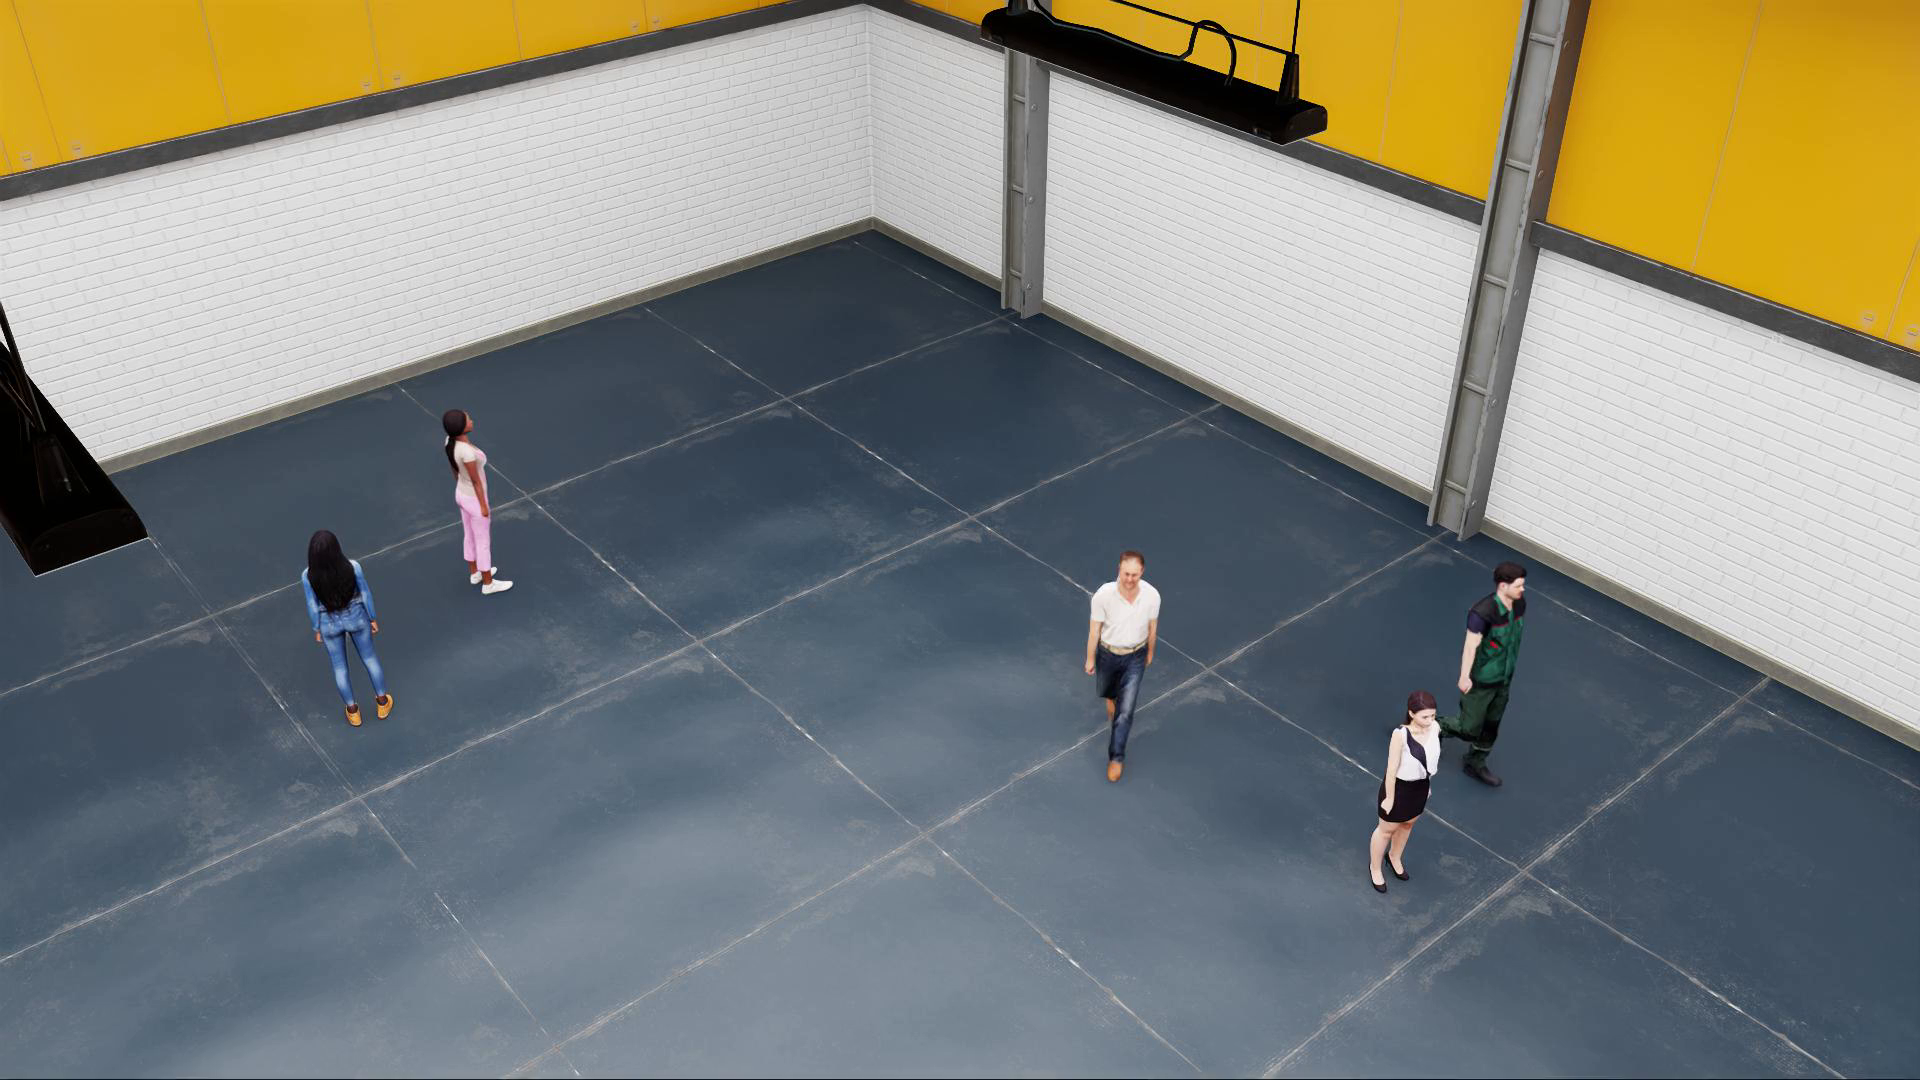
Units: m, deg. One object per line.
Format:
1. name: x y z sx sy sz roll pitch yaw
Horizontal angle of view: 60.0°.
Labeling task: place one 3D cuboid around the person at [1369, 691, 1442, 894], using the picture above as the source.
1. person: 2.996 1.679 11.186 0.590 1.649 0.554 -18 38 -25

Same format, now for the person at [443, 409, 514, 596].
1. person: -4.150 -0.345 14.147 0.627 1.740 0.444 -24 40 -31

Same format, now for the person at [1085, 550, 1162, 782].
1. person: 1.194 0.795 12.353 1.201 1.830 1.223 4 34 6

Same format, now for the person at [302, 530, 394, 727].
1. person: -4.684 0.659 12.663 0.672 1.712 0.633 -13 36 -18

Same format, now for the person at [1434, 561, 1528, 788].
1. person: 3.763 0.935 12.086 0.708 1.891 0.910 -23 40 -30
